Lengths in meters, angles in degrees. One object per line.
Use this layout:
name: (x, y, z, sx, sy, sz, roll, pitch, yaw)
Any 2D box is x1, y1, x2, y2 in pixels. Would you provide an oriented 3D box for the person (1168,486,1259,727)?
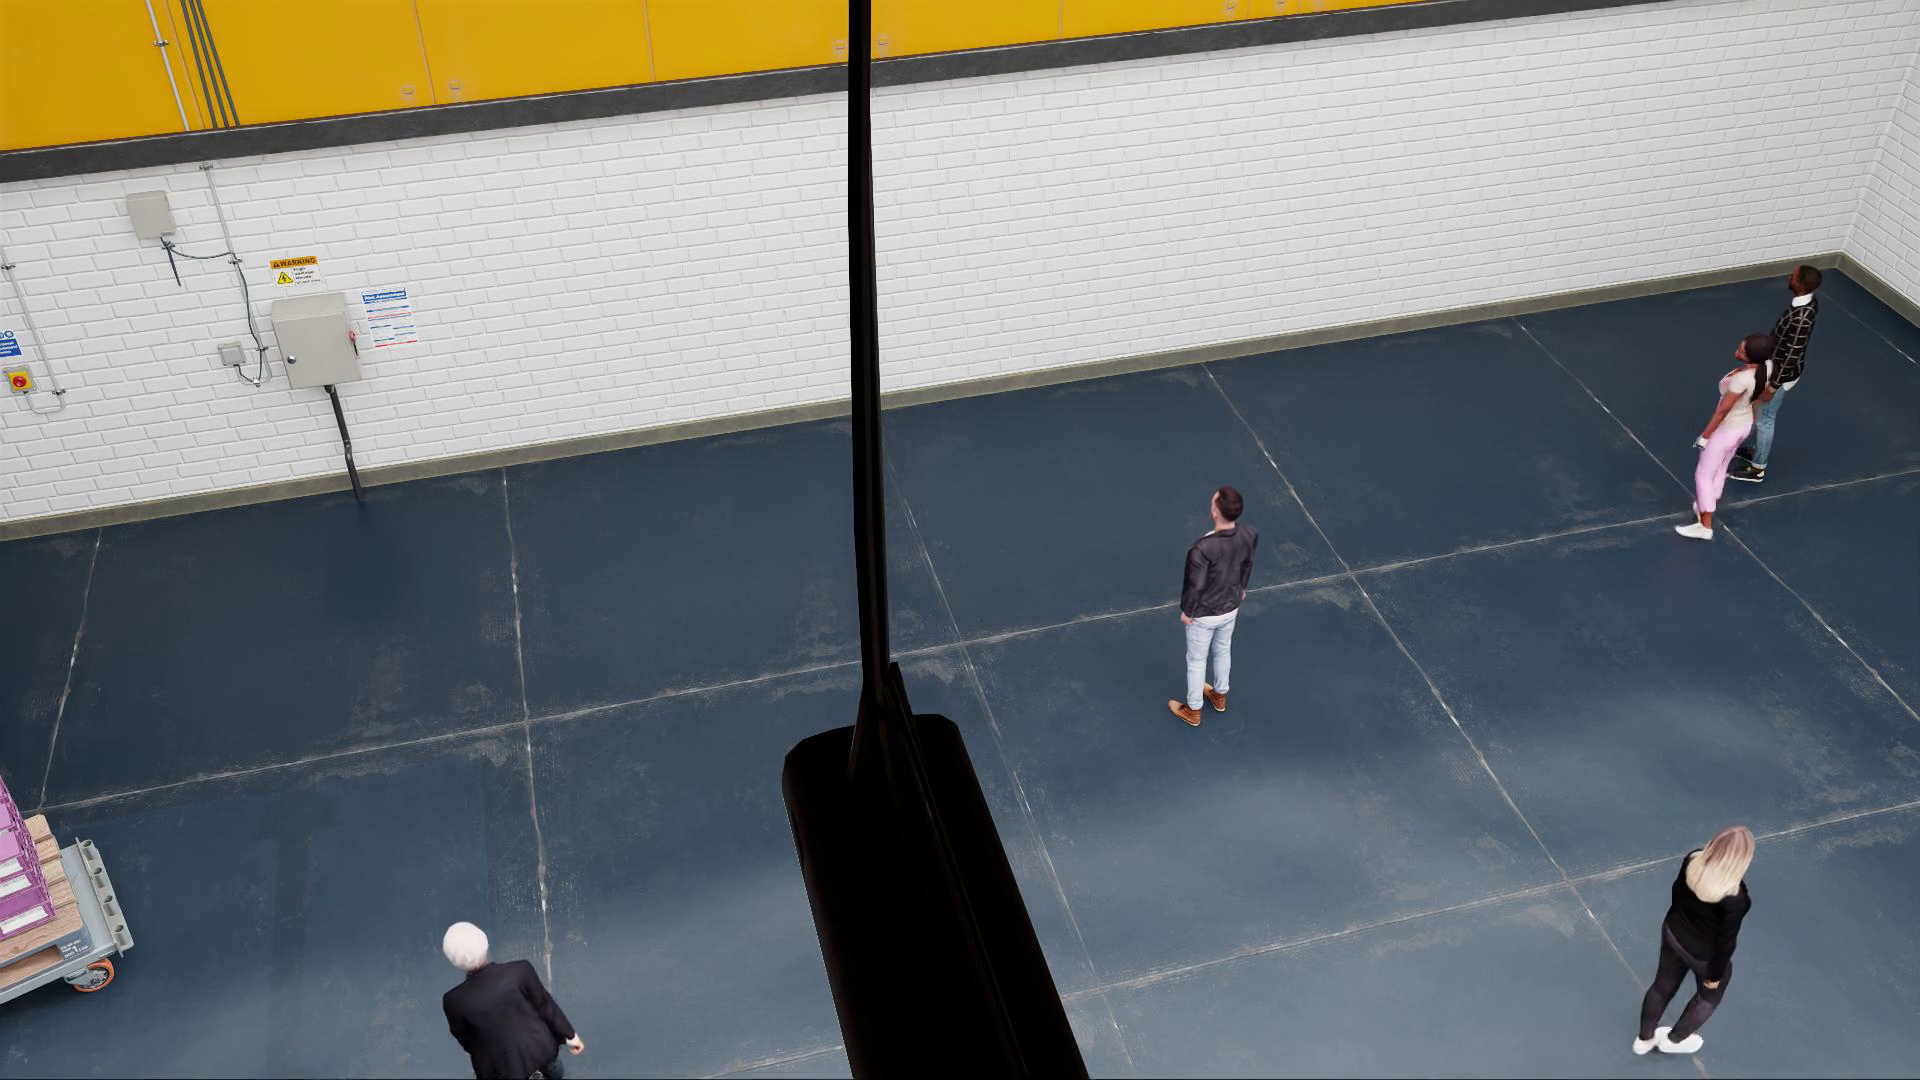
person: (1.609, 0.421, 10.539, 0.719, 1.837, 0.659, -22, 44, -26)

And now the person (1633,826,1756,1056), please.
person: (3.702, 2.113, 8.547, 0.725, 1.678, 0.557, -13, 40, -16)

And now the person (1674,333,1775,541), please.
person: (5.626, -0.798, 12.154, 0.734, 1.725, 0.701, -12, 40, -15)

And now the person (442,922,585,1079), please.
person: (-2.098, 2.571, 8.144, 0.942, 1.744, 1.099, -16, 41, -19)

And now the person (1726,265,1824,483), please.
person: (6.250, -1.270, 12.671, 0.792, 1.818, 0.718, 18, 42, 21)
